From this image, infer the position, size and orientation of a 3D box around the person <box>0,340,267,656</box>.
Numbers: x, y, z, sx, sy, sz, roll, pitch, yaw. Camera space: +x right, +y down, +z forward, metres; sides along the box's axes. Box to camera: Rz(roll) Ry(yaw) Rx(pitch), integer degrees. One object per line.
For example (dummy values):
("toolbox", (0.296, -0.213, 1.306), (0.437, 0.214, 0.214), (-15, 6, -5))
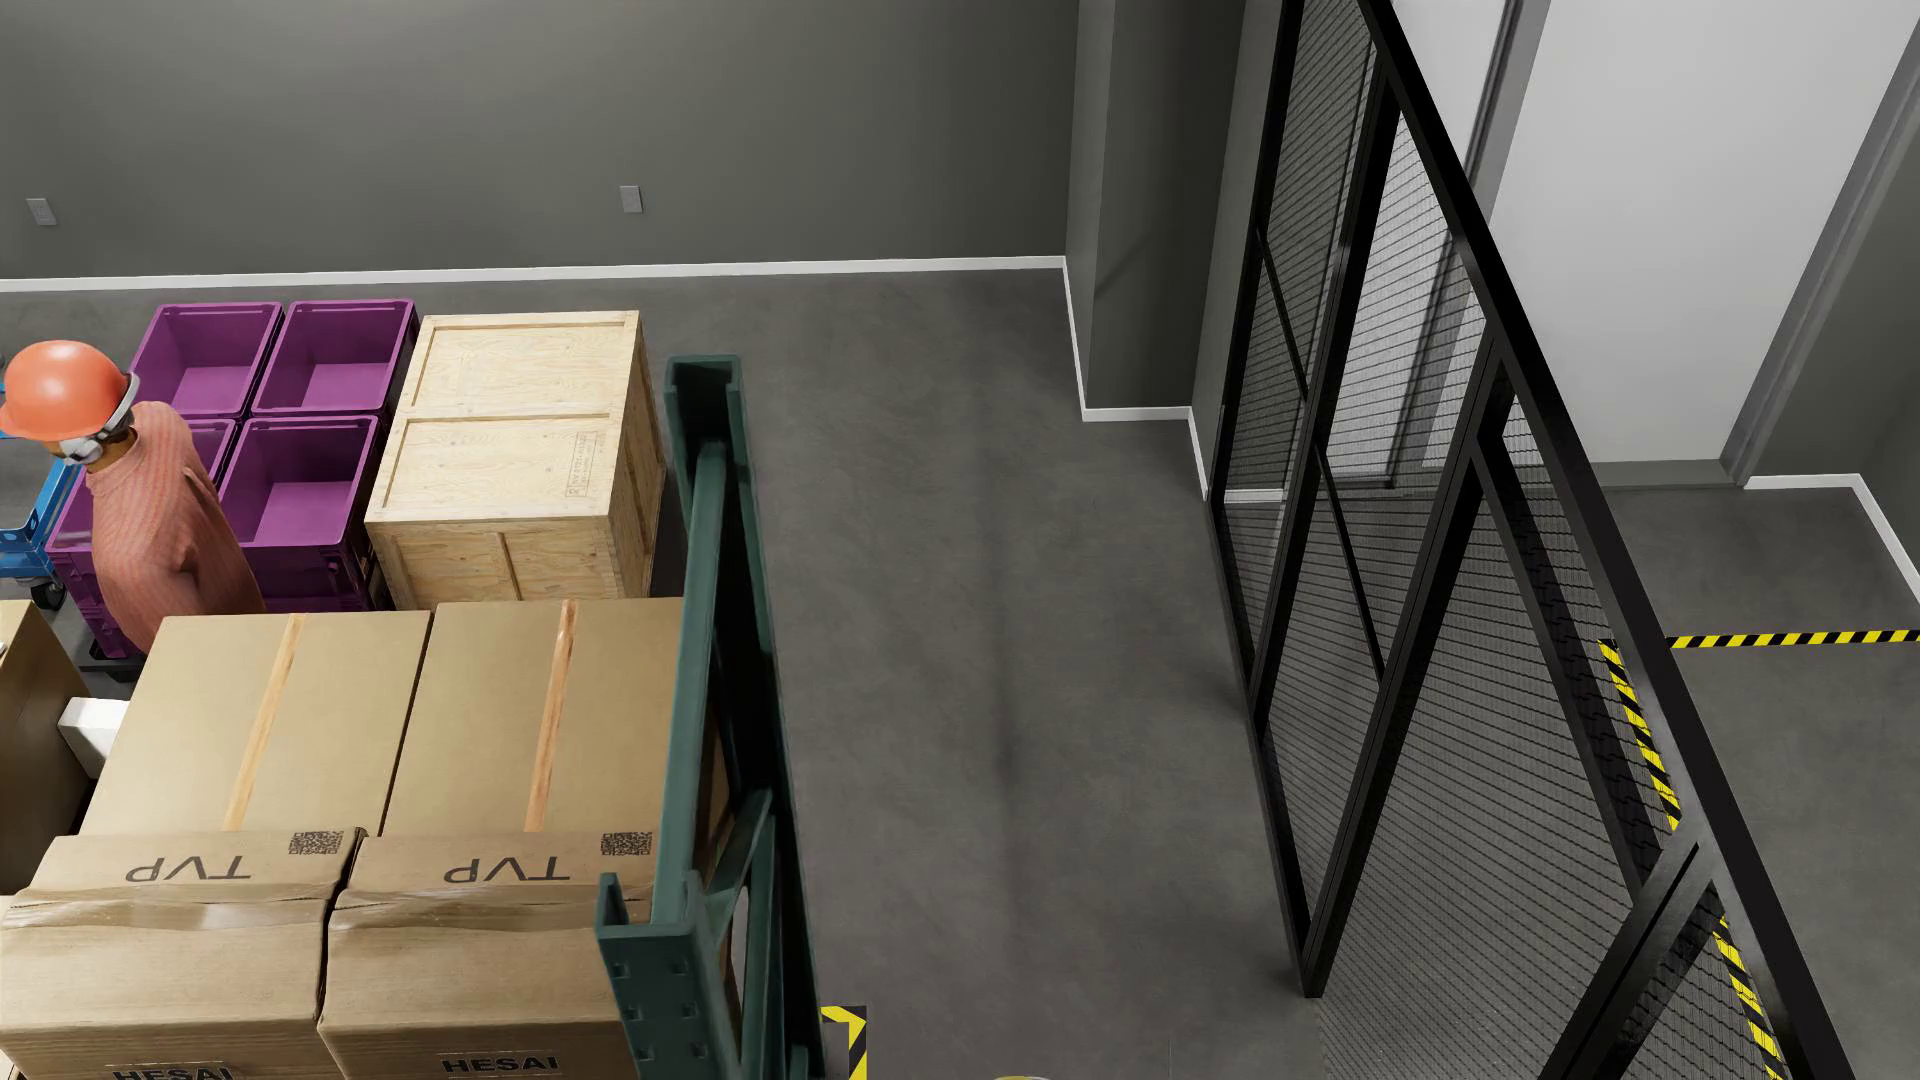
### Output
("person", (-2.045, 0.253, 4.478), (0.384, 1.992, 0.617), (-12, 48, -11))

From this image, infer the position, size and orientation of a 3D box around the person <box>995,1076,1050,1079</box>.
("person", (0.078, 1.561, 3.338), (0.590, 1.833, 0.404), (20, 50, 18))

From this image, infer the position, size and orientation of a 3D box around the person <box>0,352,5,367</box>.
("person", (-4.036, -1.280, 5.978), (0.378, 1.940, 0.629), (-2, 46, -2))
